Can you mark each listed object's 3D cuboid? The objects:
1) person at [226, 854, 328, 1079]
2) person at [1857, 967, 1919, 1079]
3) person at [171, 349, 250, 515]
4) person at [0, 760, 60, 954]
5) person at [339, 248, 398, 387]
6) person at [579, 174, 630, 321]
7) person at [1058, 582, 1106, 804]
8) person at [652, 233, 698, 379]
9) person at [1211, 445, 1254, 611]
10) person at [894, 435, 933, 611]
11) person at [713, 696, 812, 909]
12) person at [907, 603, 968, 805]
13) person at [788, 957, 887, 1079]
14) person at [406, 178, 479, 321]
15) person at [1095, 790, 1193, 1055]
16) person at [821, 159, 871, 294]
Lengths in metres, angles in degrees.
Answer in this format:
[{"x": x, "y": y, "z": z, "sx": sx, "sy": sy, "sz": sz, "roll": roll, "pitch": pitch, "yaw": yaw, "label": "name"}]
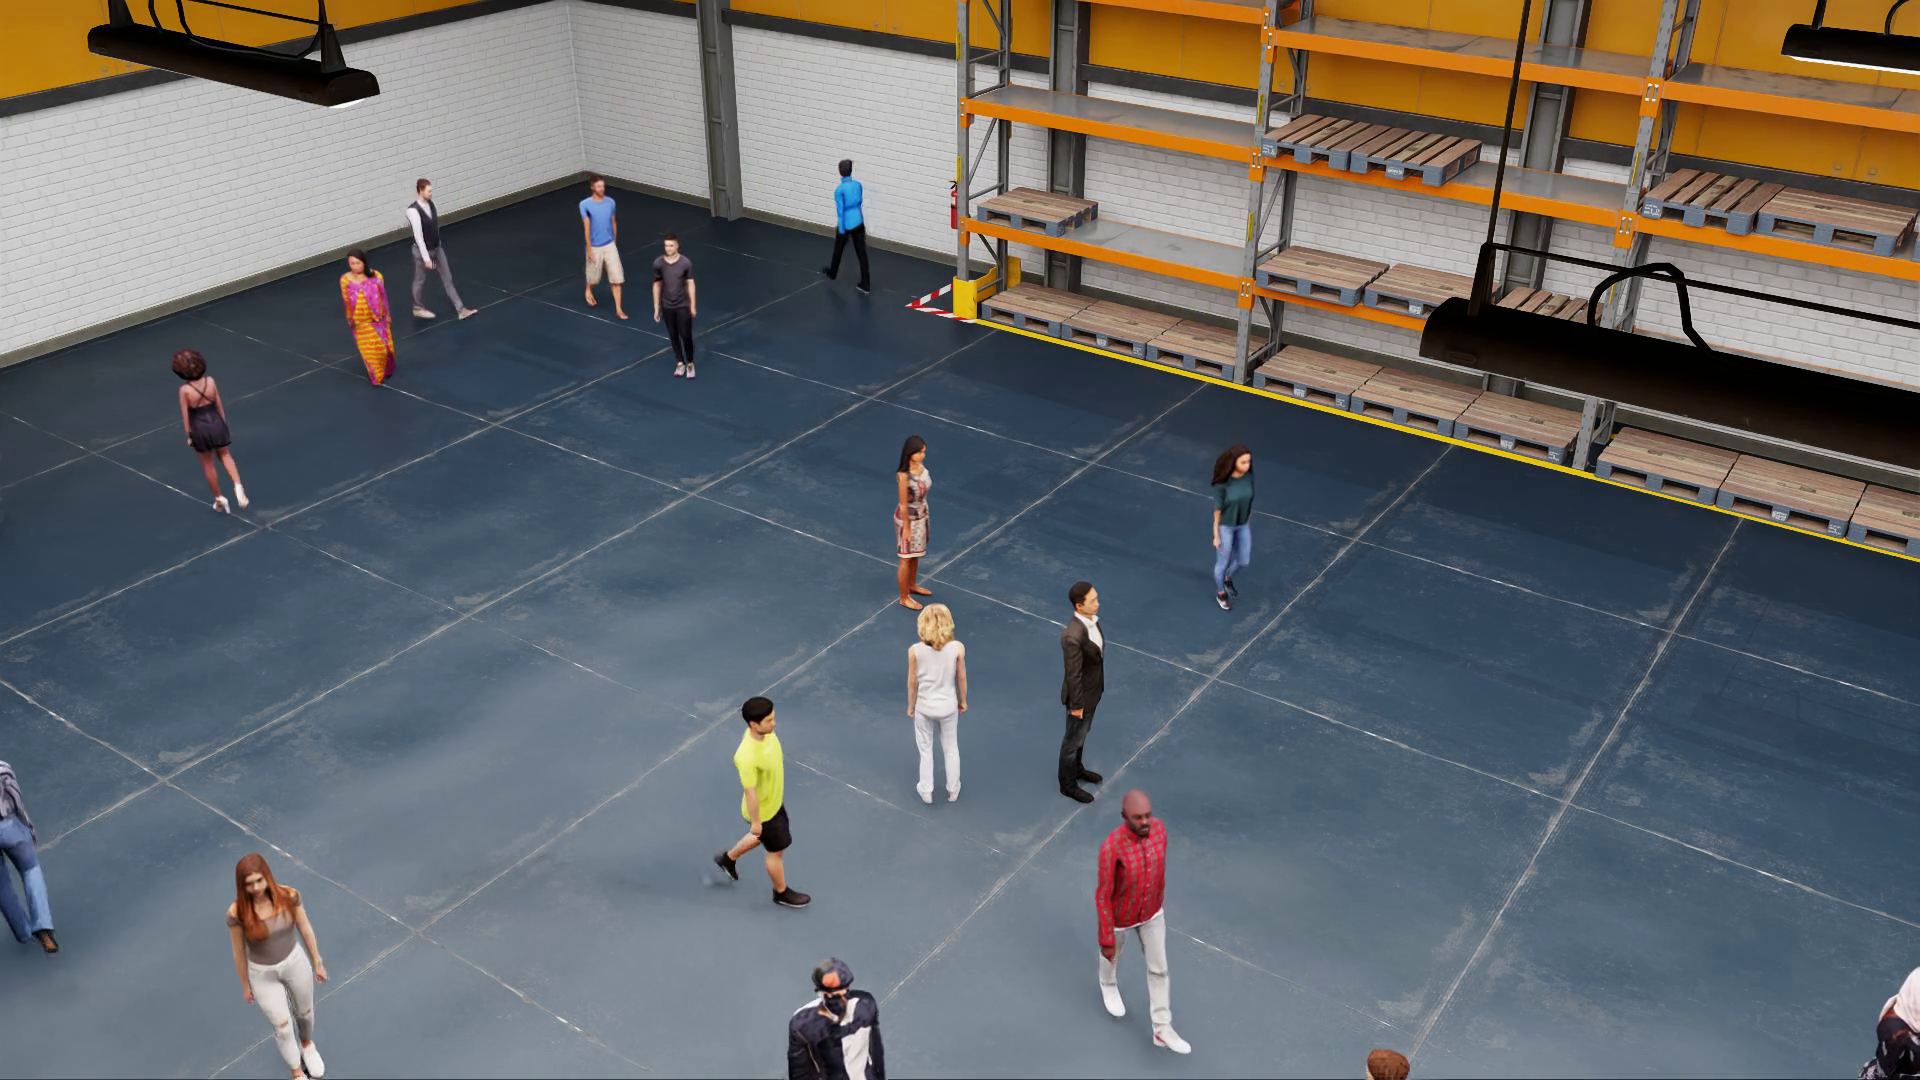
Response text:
[{"x": -4.032, "y": 2.531, "z": 9.849, "sx": 0.760, "sy": 1.728, "sz": 0.861, "roll": -17, "pitch": 33, "yaw": -28, "label": "person"}, {"x": 5.123, "y": 2.979, "z": 9.120, "sx": 0.733, "sy": 1.638, "sz": 0.760, "roll": -15, "pitch": 32, "yaw": -25, "label": "person"}, {"x": -7.327, "y": -1.021, "z": 16.311, "sx": 0.769, "sy": 1.776, "sz": 0.616, "roll": 23, "pitch": 36, "yaw": 35, "label": "person"}, {"x": -6.196, "y": 2.003, "z": 10.763, "sx": 0.788, "sy": 1.778, "sz": 0.968, "roll": -20, "pitch": 35, "yaw": -32, "label": "person"}, {"x": -6.878, "y": -2.614, "z": 19.360, "sx": 0.839, "sy": 1.653, "sz": 0.899, "roll": -9, "pitch": 30, "yaw": -16, "label": "person"}, {"x": -4.637, "y": -3.776, "z": 21.299, "sx": 0.980, "sy": 1.834, "sz": 1.263, "roll": -15, "pitch": 32, "yaw": -25, "label": "person"}, {"x": 0.897, "y": 1.102, "z": 12.388, "sx": 0.655, "sy": 1.805, "sz": 0.734, "roll": 9, "pitch": 30, "yaw": 15, "label": "person"}, {"x": -3.316, "y": -2.780, "z": 19.560, "sx": 0.731, "sy": 1.752, "sz": 0.818, "roll": 3, "pitch": 29, "yaw": 6, "label": "person"}, {"x": 2.382, "y": -0.150, "z": 14.891, "sx": 0.712, "sy": 1.606, "sz": 0.757, "roll": -11, "pitch": 31, "yaw": -20, "label": "person"}, {"x": -0.434, "y": -0.188, "z": 14.923, "sx": 0.623, "sy": 1.642, "sz": 0.702, "roll": 10, "pitch": 30, "yaw": 18, "label": "person"}, {"x": -1.396, "y": 1.763, "z": 11.292, "sx": 1.046, "sy": 1.693, "sz": 0.897, "roll": 3, "pitch": 29, "yaw": 6, "label": "person"}, {"x": -0.180, "y": 1.211, "z": 12.330, "sx": 0.682, "sy": 1.669, "sz": 0.751, "roll": -3, "pitch": 29, "yaw": -6, "label": "person"}, {"x": -0.680, "y": 2.929, "z": 8.960, "sx": 0.833, "sy": 1.880, "sz": 0.885, "roll": -14, "pitch": 32, "yaw": -25, "label": "person"}, {"x": -6.820, "y": -3.655, "z": 21.029, "sx": 1.278, "sy": 1.880, "sz": 0.877, "roll": 11, "pitch": 30, "yaw": 18, "label": "person"}, {"x": 1.008, "y": 2.246, "z": 10.308, "sx": 1.061, "sy": 1.787, "sz": 1.243, "roll": -13, "pitch": 31, "yaw": -22, "label": "person"}, {"x": -1.381, "y": -4.107, "z": 21.998, "sx": 0.866, "sy": 1.747, "sz": 1.204, "roll": -19, "pitch": 34, "yaw": -31, "label": "person"}]
